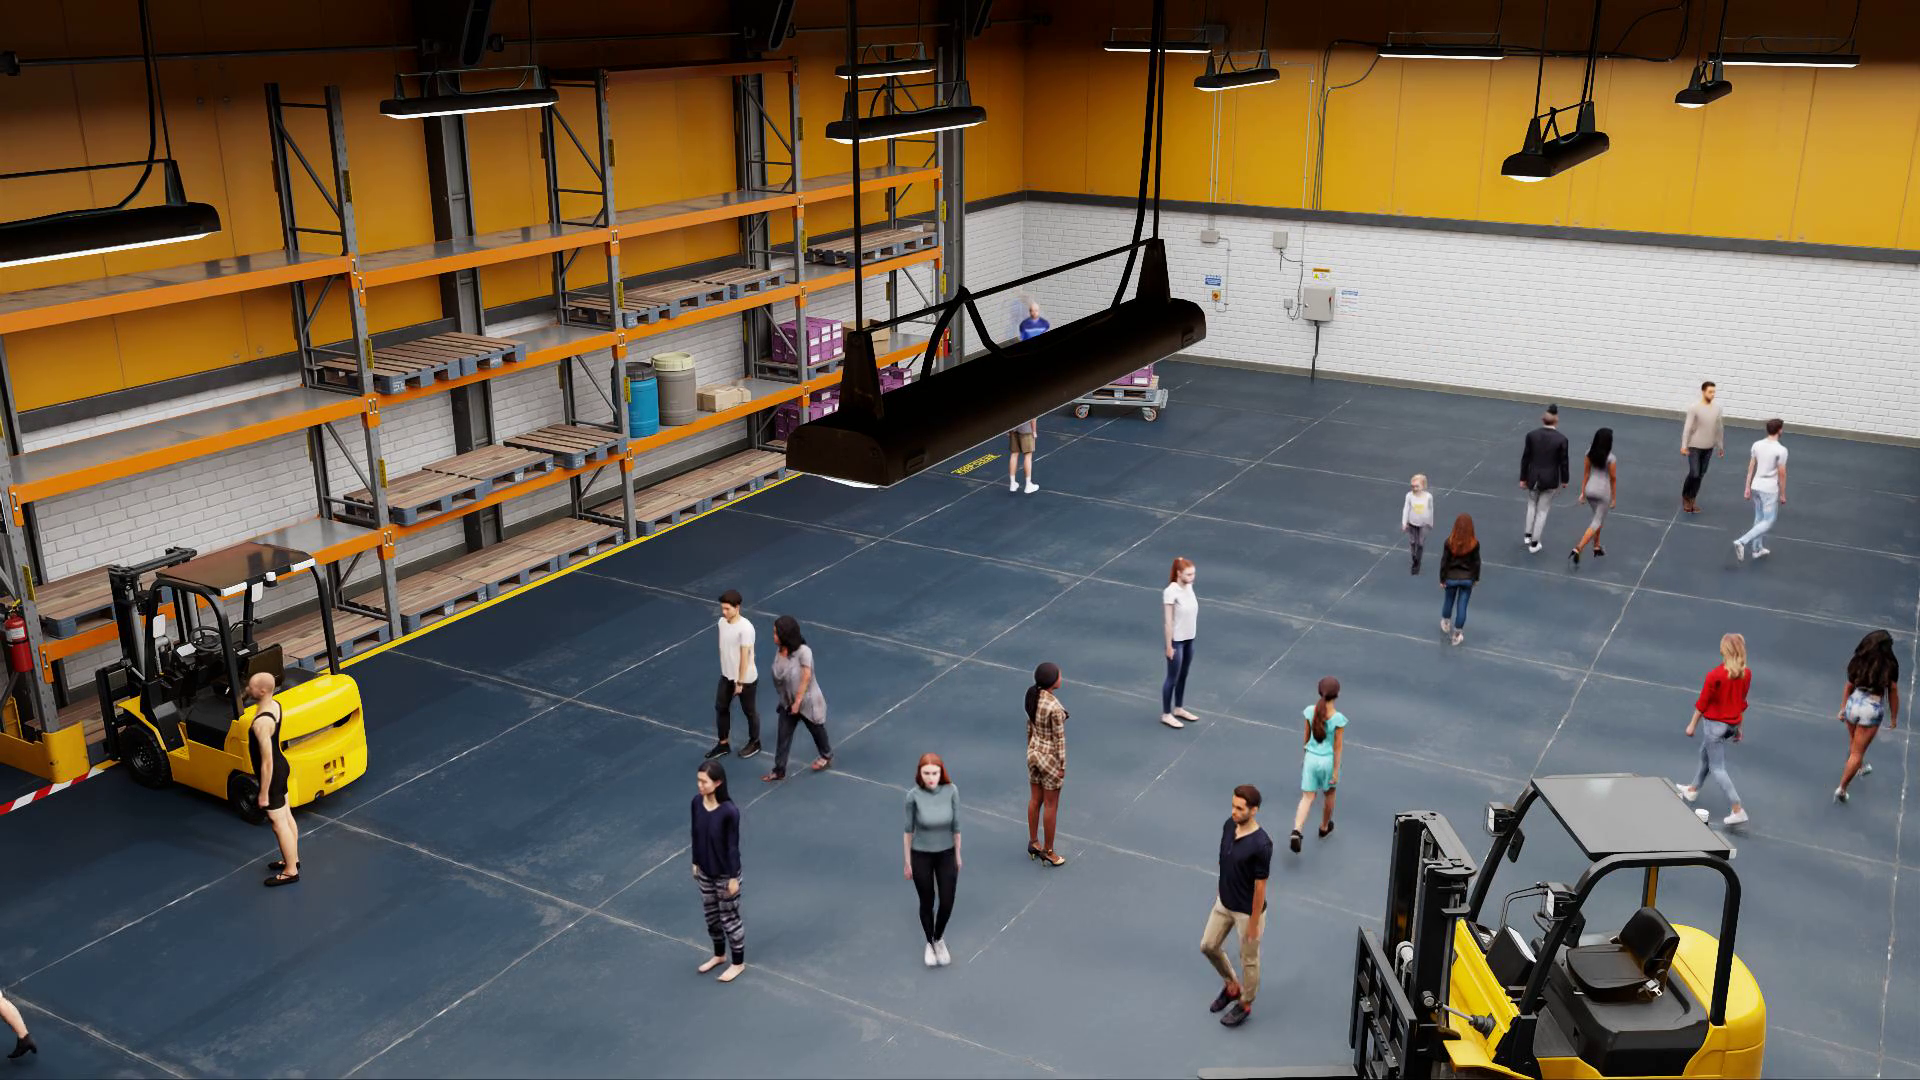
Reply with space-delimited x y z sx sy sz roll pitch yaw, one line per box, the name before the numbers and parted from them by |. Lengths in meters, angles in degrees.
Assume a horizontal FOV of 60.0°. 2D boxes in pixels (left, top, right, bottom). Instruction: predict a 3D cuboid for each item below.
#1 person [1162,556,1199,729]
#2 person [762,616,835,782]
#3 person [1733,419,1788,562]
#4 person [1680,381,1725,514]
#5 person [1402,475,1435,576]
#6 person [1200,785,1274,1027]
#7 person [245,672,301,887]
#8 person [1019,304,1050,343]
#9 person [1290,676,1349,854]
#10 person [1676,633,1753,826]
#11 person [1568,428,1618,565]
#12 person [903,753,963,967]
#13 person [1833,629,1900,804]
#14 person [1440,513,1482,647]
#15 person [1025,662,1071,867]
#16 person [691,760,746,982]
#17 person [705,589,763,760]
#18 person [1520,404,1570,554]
person | 2.136 0.984 16.313 0.661 1.738 0.521 15 24 37
person | -1.408 1.434 15.253 0.744 1.561 1.080 16 24 39
person | 10.039 -0.590 20.846 1.138 1.828 1.021 -8 20 -23
person | 10.149 -1.296 22.894 0.759 1.859 0.803 -3 19 -9
person | 5.717 -0.217 20.646 0.566 1.249 0.800 5 19 15
person | 2.023 2.520 11.581 0.762 1.849 0.769 -12 22 -31
person | -5.547 1.911 13.440 0.753 1.816 0.691 -5 19 -14
person | 1.258 -3.160 28.489 0.928 1.821 1.000 -2 19 -6
person | 2.991 1.899 13.919 0.565 1.533 1.015 11 22 30
person | 6.626 1.666 14.396 1.107 1.669 1.106 -7 20 -20
person | 7.897 -0.500 20.713 1.148 1.743 0.900 -12 22 -31
person | -0.208 2.332 12.322 0.725 1.730 0.774 -3 19 -8
person | 7.957 1.599 14.724 1.078 1.588 0.839 -13 23 -34
person | 5.508 0.454 18.325 0.678 1.459 0.854 7 20 19
person | 0.704 1.837 13.692 0.684 1.794 0.672 -12 22 -32
person | -1.757 2.385 12.159 0.609 1.734 0.529 13 22 33
person | -2.017 1.234 15.635 0.703 1.697 0.822 15 24 38
person | 7.414 -0.767 21.201 0.760 1.938 0.838 14 23 35
